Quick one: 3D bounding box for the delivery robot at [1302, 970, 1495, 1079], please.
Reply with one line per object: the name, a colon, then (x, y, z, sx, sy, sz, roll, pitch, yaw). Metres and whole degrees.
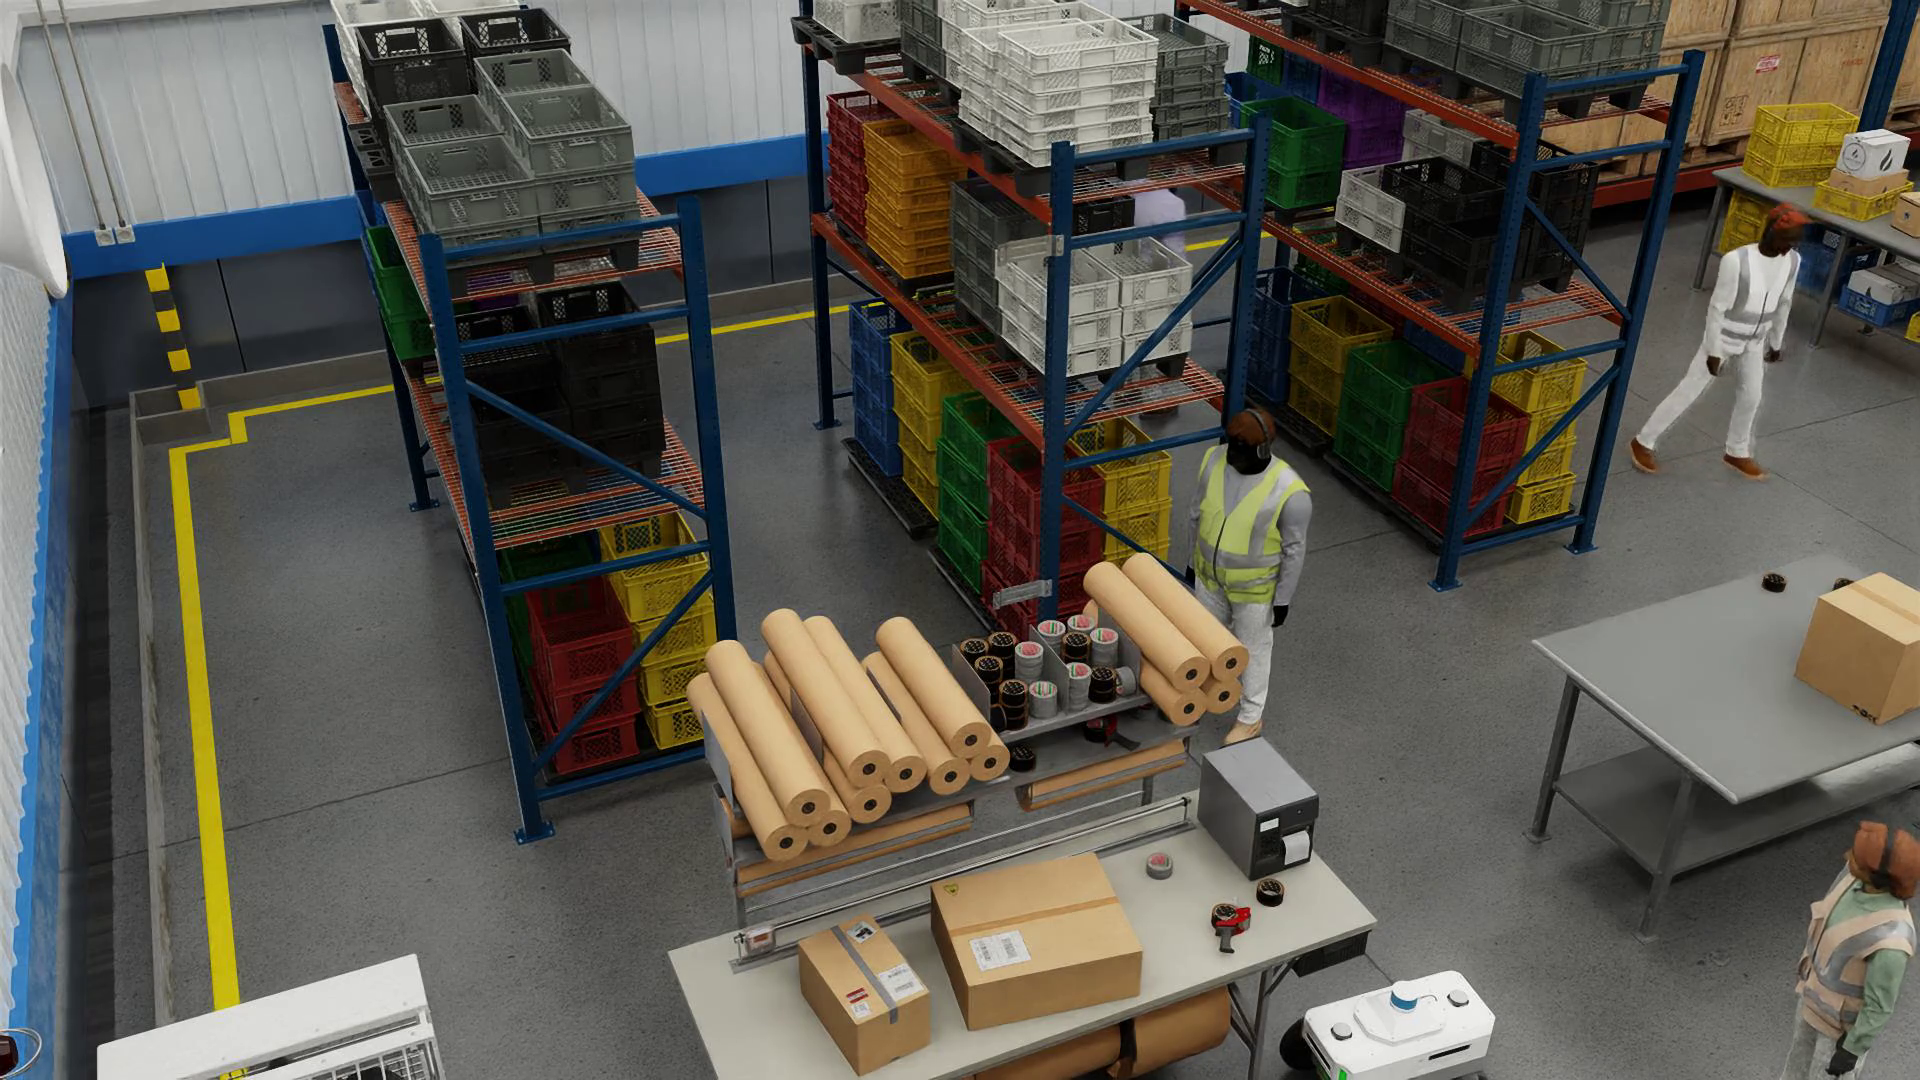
delivery robot: (1.702, 1.921, 6.470, 0.707, 0.478, 0.477, -10, 33, -16)

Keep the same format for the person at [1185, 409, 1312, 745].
person: (1.354, 0.189, 8.150, 0.633, 1.841, 0.429, 27, 41, 36)

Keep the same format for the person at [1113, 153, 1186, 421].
person: (1.271, -1.757, 11.220, 0.372, 1.939, 0.629, -20, 37, -29)

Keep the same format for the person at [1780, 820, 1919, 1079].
person: (3.126, 1.666, 5.943, 0.310, 1.636, 0.523, 5, 32, 9)

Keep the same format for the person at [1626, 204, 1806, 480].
person: (4.846, -1.246, 10.484, 0.783, 1.850, 0.539, -8, 32, -12)
